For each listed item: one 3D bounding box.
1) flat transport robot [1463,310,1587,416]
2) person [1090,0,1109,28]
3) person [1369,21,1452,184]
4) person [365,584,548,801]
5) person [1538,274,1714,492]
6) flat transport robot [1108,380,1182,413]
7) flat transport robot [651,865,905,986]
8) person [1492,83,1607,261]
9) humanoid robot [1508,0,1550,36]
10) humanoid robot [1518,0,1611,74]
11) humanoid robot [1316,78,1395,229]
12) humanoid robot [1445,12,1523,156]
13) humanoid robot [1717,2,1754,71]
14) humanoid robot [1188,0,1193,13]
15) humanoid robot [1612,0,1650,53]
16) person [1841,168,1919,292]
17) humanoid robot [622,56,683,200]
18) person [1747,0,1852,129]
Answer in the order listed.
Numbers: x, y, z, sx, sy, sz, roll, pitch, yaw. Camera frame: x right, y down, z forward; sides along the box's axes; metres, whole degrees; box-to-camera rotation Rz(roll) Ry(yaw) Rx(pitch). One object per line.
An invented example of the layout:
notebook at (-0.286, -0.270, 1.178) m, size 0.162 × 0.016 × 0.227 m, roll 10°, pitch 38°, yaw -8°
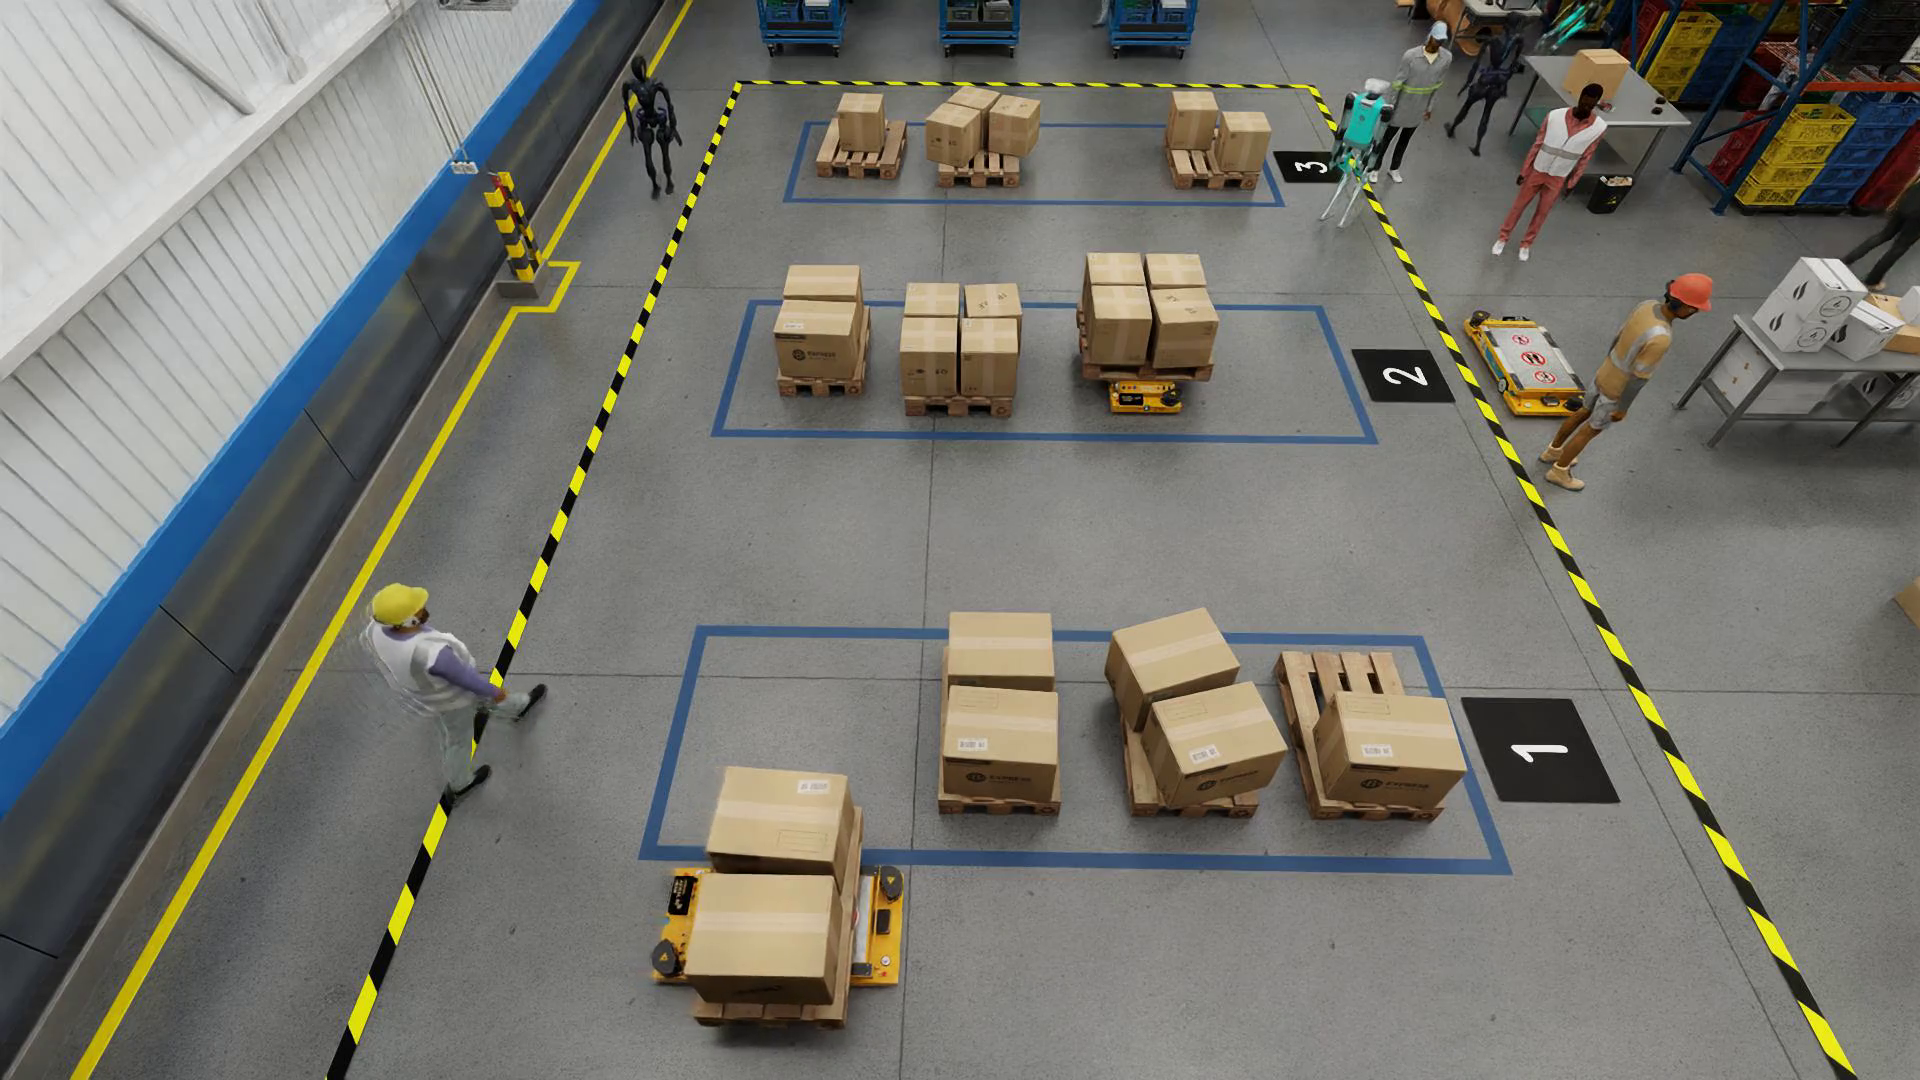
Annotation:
flat transport robot at (5.573, -1.757, 9.054) m, size 0.659 × 0.231 × 1.431 m, roll 1°, pitch 49°, yaw 1°
person at (2.488, -8.989, 14.295) m, size 0.684 × 1.816 × 0.598 m, roll 3°, pitch 49°, yaw 3°
person at (5.413, -5.218, 11.003) m, size 0.589 × 1.852 × 0.365 m, roll -1°, pitch 49°, yaw -1°
person at (-3.205, 0.891, 5.763) m, size 0.610 × 1.778 × 0.944 m, roll 24°, pitch 53°, yaw 19°
person at (5.391, -1.271, 7.463) m, size 0.386 × 2.037 × 0.613 m, roll 12°, pitch 50°, yaw 10°
flat transport robot at (1.773, -1.807, 9.079) m, size 0.652 × 0.197 × 1.431 m, roll 1°, pitch 49°, yaw 1°
flat transport robot at (-1.068, 2.302, 5.522) m, size 1.431 × 0.197 × 0.652 m, roll 1°, pitch 49°, yaw 1°
person at (6.355, -3.946, 9.868) m, size 0.579 × 1.911 × 0.394 m, roll 25°, pitch 53°, yaw 20°
humanoid robot at (8.847, -8.488, 13.960) m, size 0.549 × 1.874 × 0.655 m, roll -19°, pitch 52°, yaw -16°
humanoid robot at (8.716, -7.500, 13.096) m, size 0.899 × 1.832 × 0.549 m, roll -6°, pitch 49°, yaw -5°
humanoid robot at (4.487, -4.355, 10.242) m, size 0.533 × 1.677 × 0.735 m, roll 35°, pitch 57°, yaw 26°
humanoid robot at (6.738, -5.836, 11.685) m, size 0.598 × 1.623 × 0.794 m, roll -1°, pitch 49°, yaw -1°
humanoid robot at (11.309, -7.580, 13.129) m, size 0.869 × 1.781 × 0.547 m, roll -1°, pitch 49°, yaw -1°
humanoid robot at (3.767, -9.337, 14.679) m, size 0.331 × 1.656 × 0.601 m, roll -19°, pitch 52°, yaw -16°
humanoid robot at (10.077, -7.984, 13.525) m, size 0.700 × 1.628 × 0.589 m, roll -1°, pitch 49°, yaw -1°
person at (9.856, -3.370, 9.412) m, size 0.562 × 1.832 × 0.536 m, roll -5°, pitch 49°, yaw -4°
humanoid robot at (-3.616, -4.835, 10.793) m, size 0.609 × 1.645 × 0.536 m, roll -4°, pitch 49°, yaw -3°
person at (10.906, -6.120, 11.853) m, size 0.309 × 1.744 × 0.485 m, roll -26°, pitch 54°, yaw -21°
